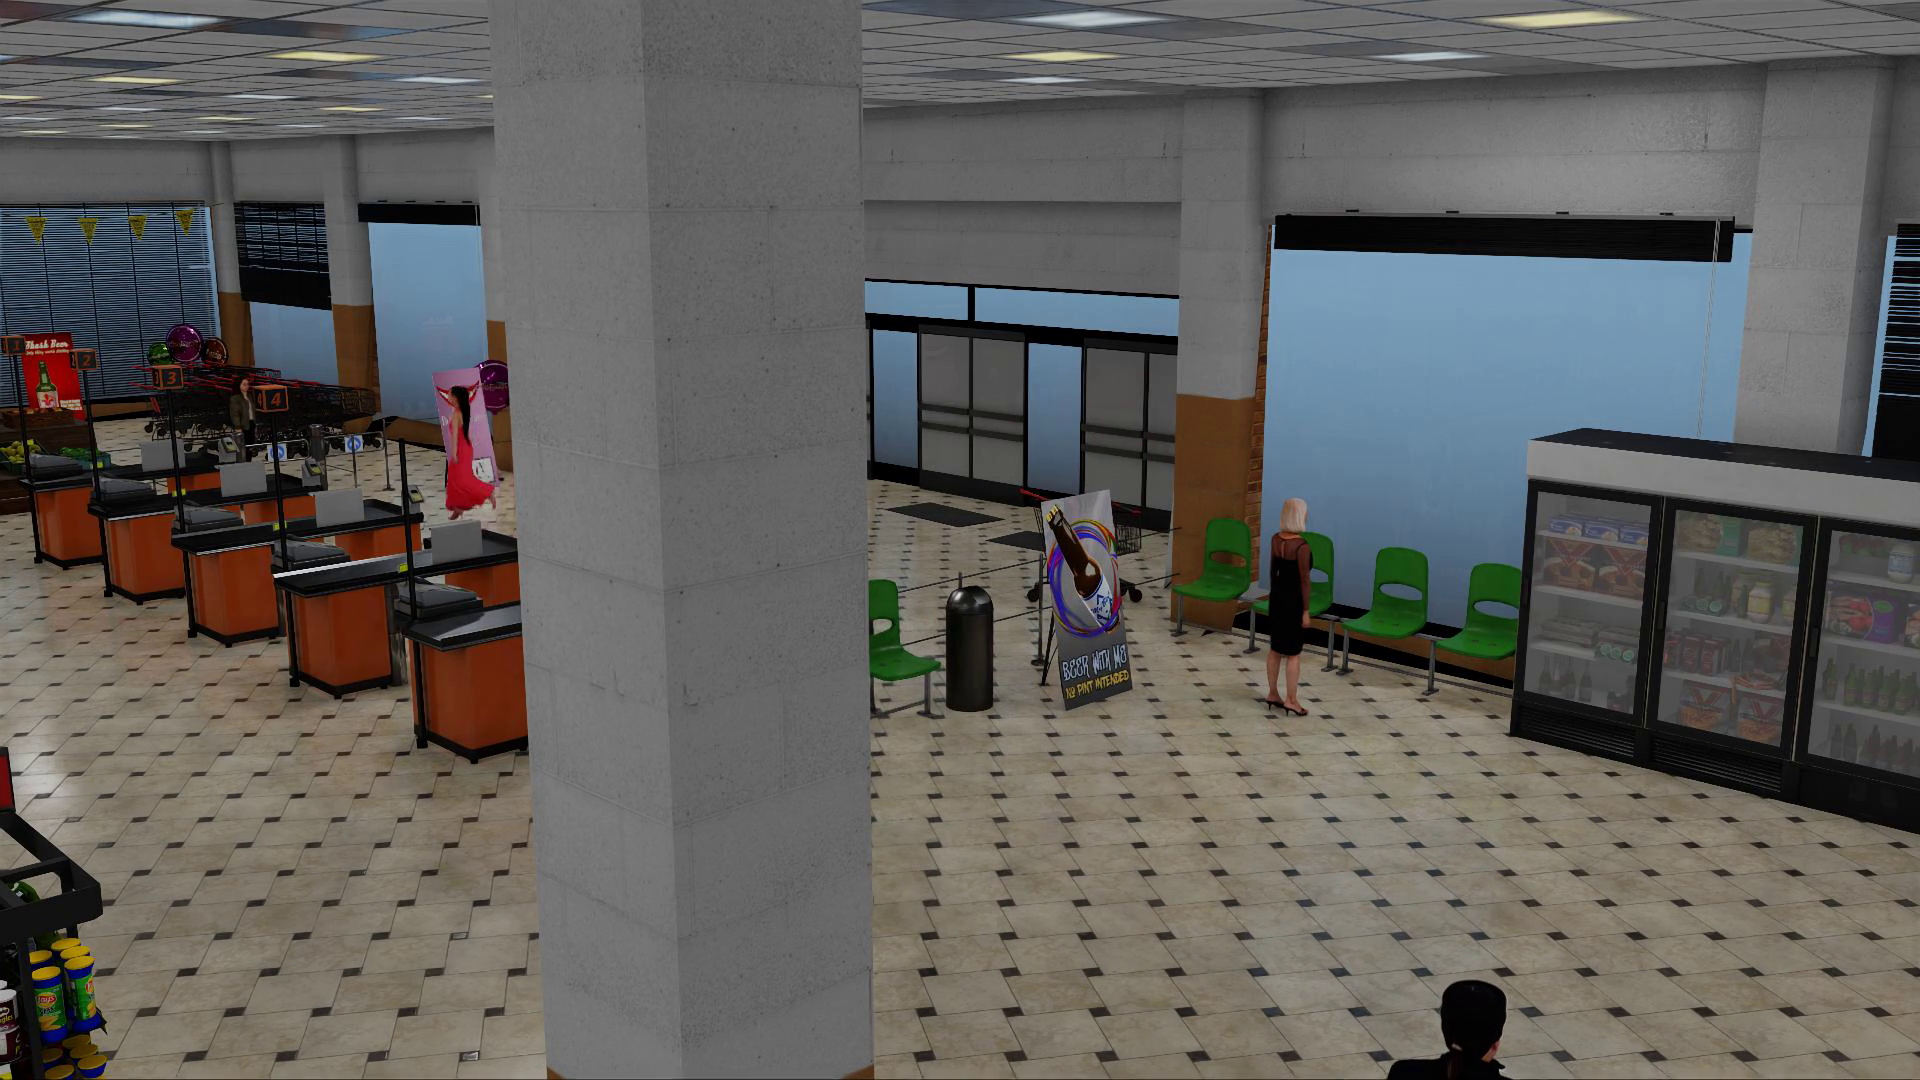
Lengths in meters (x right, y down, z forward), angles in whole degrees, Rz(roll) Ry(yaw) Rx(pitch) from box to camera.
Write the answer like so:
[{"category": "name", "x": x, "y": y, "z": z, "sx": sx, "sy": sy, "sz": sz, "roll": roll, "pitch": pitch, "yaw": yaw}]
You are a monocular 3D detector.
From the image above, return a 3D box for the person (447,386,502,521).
[{"category": "person", "x": -6.176, "y": -1.068, "z": 20.882, "sx": 0.995, "sy": 1.706, "sz": 0.966, "roll": 1, "pitch": 12, "yaw": 5}]

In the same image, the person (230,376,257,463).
[{"category": "person", "x": -10.406, "y": -1.645, "z": 24.180, "sx": 0.716, "sy": 1.477, "sz": 0.623, "roll": 2, "pitch": 12, "yaw": 10}]

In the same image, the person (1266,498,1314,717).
[{"category": "person", "x": 2.608, "y": 0.525, "z": 13.220, "sx": 0.615, "sy": 1.747, "sz": 0.645, "roll": -6, "pitch": 13, "yaw": -26}]

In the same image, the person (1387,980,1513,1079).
[{"category": "person", "x": 1.586, "y": 2.223, "z": 5.343, "sx": 0.768, "sy": 1.671, "sz": 0.724, "roll": 7, "pitch": 14, "yaw": 29}]
